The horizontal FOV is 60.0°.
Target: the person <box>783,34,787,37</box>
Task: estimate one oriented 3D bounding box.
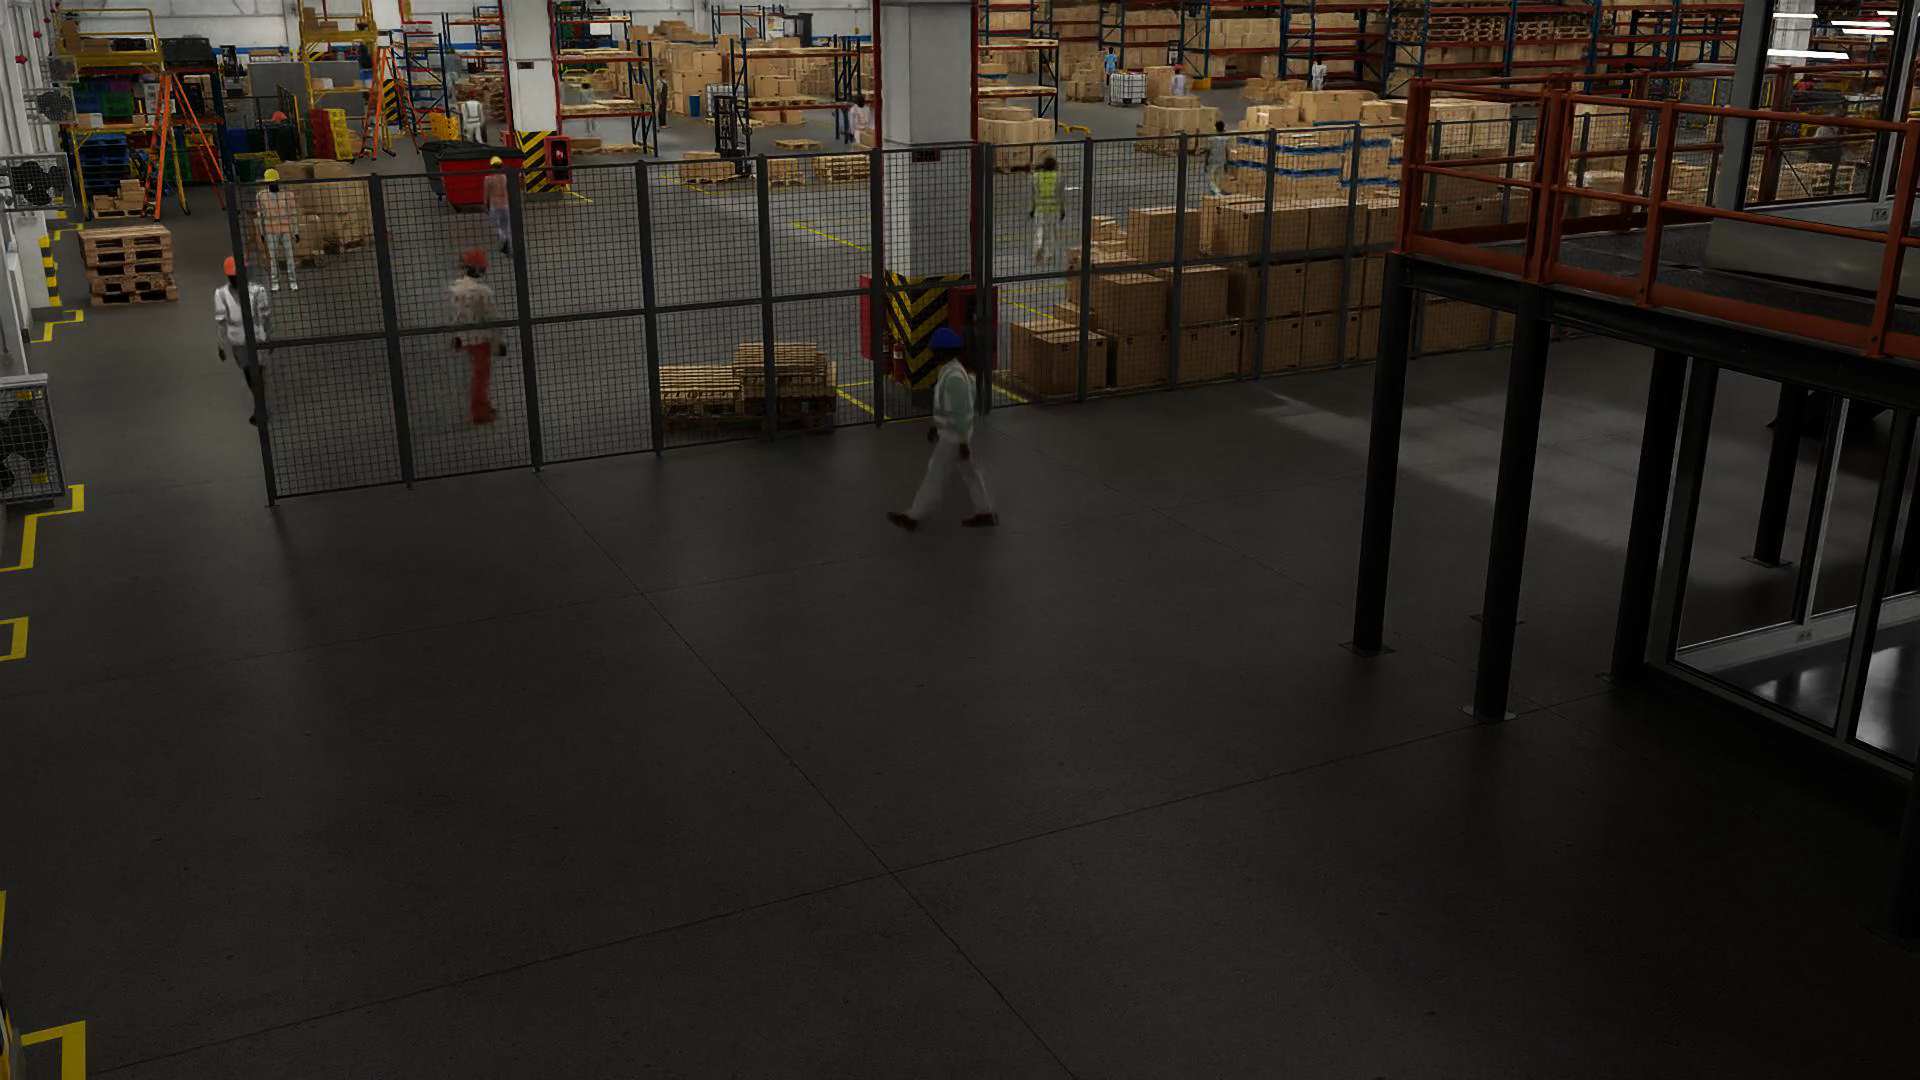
[{"bbox_3d":[-8.162,-22.824,78.318,0.539,1.894,0.706,5,20,13],"label":"person"}]

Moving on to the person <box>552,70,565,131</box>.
[{"bbox_3d":[-12.606,-13.613,51.664,0.641,1.884,1.068,-2,19,-5],"label":"person"}]

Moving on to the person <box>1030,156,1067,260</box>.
[{"bbox_3d":[1.542,-5.766,28.978,0.642,1.823,0.537,4,19,10],"label":"person"}]

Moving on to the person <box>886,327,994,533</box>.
[{"bbox_3d":[-0.150,-0.988,15.024,1.029,1.884,0.643,-1,19,-4],"label":"person"}]

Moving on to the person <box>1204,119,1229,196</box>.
[{"bbox_3d":[5.471,-8.003,35.419,0.533,1.857,0.629,-6,20,-16],"label":"person"}]

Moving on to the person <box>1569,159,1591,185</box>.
[{"bbox_3d":[10.442,-5.511,28.087,0.589,1.924,0.649,15,24,37],"label":"person"}]

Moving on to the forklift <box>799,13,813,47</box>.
[{"bbox_3d":[-7.324,-23.728,79.453,1.873,2.768,1.129,-9,21,-25],"label":"forklift"}]

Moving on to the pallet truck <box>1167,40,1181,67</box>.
[{"bbox_3d":[9.045,-19.971,69.895,0.823,1.965,1.885,-3,19,-8],"label":"pallet truck"}]

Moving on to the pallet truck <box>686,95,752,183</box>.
[{"bbox_3d":[-5.836,-9.608,39.856,0.823,1.965,1.885,10,22,27],"label":"pallet truck"}]

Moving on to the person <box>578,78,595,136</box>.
[{"bbox_3d":[-11.341,-13.169,50.578,0.501,1.734,0.340,4,19,11],"label":"person"}]

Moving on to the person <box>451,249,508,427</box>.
[{"bbox_3d":[-5.311,-2.270,18.613,0.666,1.973,0.649,14,23,35],"label":"person"}]

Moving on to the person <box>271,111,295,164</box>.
[{"bbox_3d":[-14.505,-8.195,35.762,0.395,1.994,0.613,-1,19,-3],"label":"person"}]

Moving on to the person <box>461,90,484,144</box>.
[{"bbox_3d":[-12.876,-10.982,44.081,0.591,1.843,0.976,-13,23,-34],"label":"person"}]

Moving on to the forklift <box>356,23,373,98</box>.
[{"bbox_3d":[-23.081,-18.778,65.104,1.129,2.768,1.873,13,23,33],"label":"forklift"}]

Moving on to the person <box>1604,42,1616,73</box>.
[{"bbox_3d":[28.935,-21.334,73.805,0.618,2.014,0.744,-16,25,-39],"label":"person"}]

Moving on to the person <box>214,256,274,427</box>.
[{"bbox_3d":[-8.006,-2.214,18.584,0.565,1.884,0.986,-4,19,-11],"label":"person"}]

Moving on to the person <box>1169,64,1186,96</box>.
[{"bbox_3d":[7.090,-14.557,54.323,0.568,1.915,0.431,-12,23,-32],"label":"person"}]

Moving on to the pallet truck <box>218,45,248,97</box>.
[{"bbox_3d":[-28.879,-18.665,66.111,0.823,1.965,1.885,-3,19,-9],"label":"pallet truck"}]

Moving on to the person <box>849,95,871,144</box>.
[{"bbox_3d":[-2.597,-10.563,42.907,0.631,1.823,0.748,-17,25,-40],"label":"person"}]

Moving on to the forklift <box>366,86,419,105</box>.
[{"bbox_3d":[-21.269,-17.717,62.029,1.129,2.768,1.873,6,20,16],"label":"forklift"}]

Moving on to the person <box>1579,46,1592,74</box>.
[{"bbox_3d":[25.542,-19.210,67.885,0.914,1.869,0.659,-14,23,-35],"label":"person"}]

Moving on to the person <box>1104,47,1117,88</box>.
[{"bbox_3d":[6.370,-19.967,70.339,0.538,1.696,0.317,-1,19,-3],"label":"person"}]

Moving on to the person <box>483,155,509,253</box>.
[{"bbox_3d":[-8.207,-5.965,29.664,0.538,1.748,0.565,-14,23,-35],"label":"person"}]

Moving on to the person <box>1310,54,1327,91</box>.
[{"bbox_3d":[12.771,-16.323,59.368,0.607,1.966,0.367,18,26,41],"label":"person"}]

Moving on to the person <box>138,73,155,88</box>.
[{"bbox_3d":[-29.614,-16.729,60.646,0.550,1.909,0.943,-2,19,-4],"label":"person"}]

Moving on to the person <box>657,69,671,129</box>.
[{"bbox_3d":[-9.450,-14.043,52.941,0.351,1.846,0.506,5,20,15],"label":"person"}]

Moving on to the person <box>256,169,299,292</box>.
[{"bbox_3d":[-10.764,-4.891,26.287,0.584,1.928,0.373,-6,20,-16],"label":"person"}]

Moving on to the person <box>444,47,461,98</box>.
[{"bbox_3d":[-19.920,-18.368,65.382,0.649,1.911,0.495,-2,19,-7],"label":"person"}]
